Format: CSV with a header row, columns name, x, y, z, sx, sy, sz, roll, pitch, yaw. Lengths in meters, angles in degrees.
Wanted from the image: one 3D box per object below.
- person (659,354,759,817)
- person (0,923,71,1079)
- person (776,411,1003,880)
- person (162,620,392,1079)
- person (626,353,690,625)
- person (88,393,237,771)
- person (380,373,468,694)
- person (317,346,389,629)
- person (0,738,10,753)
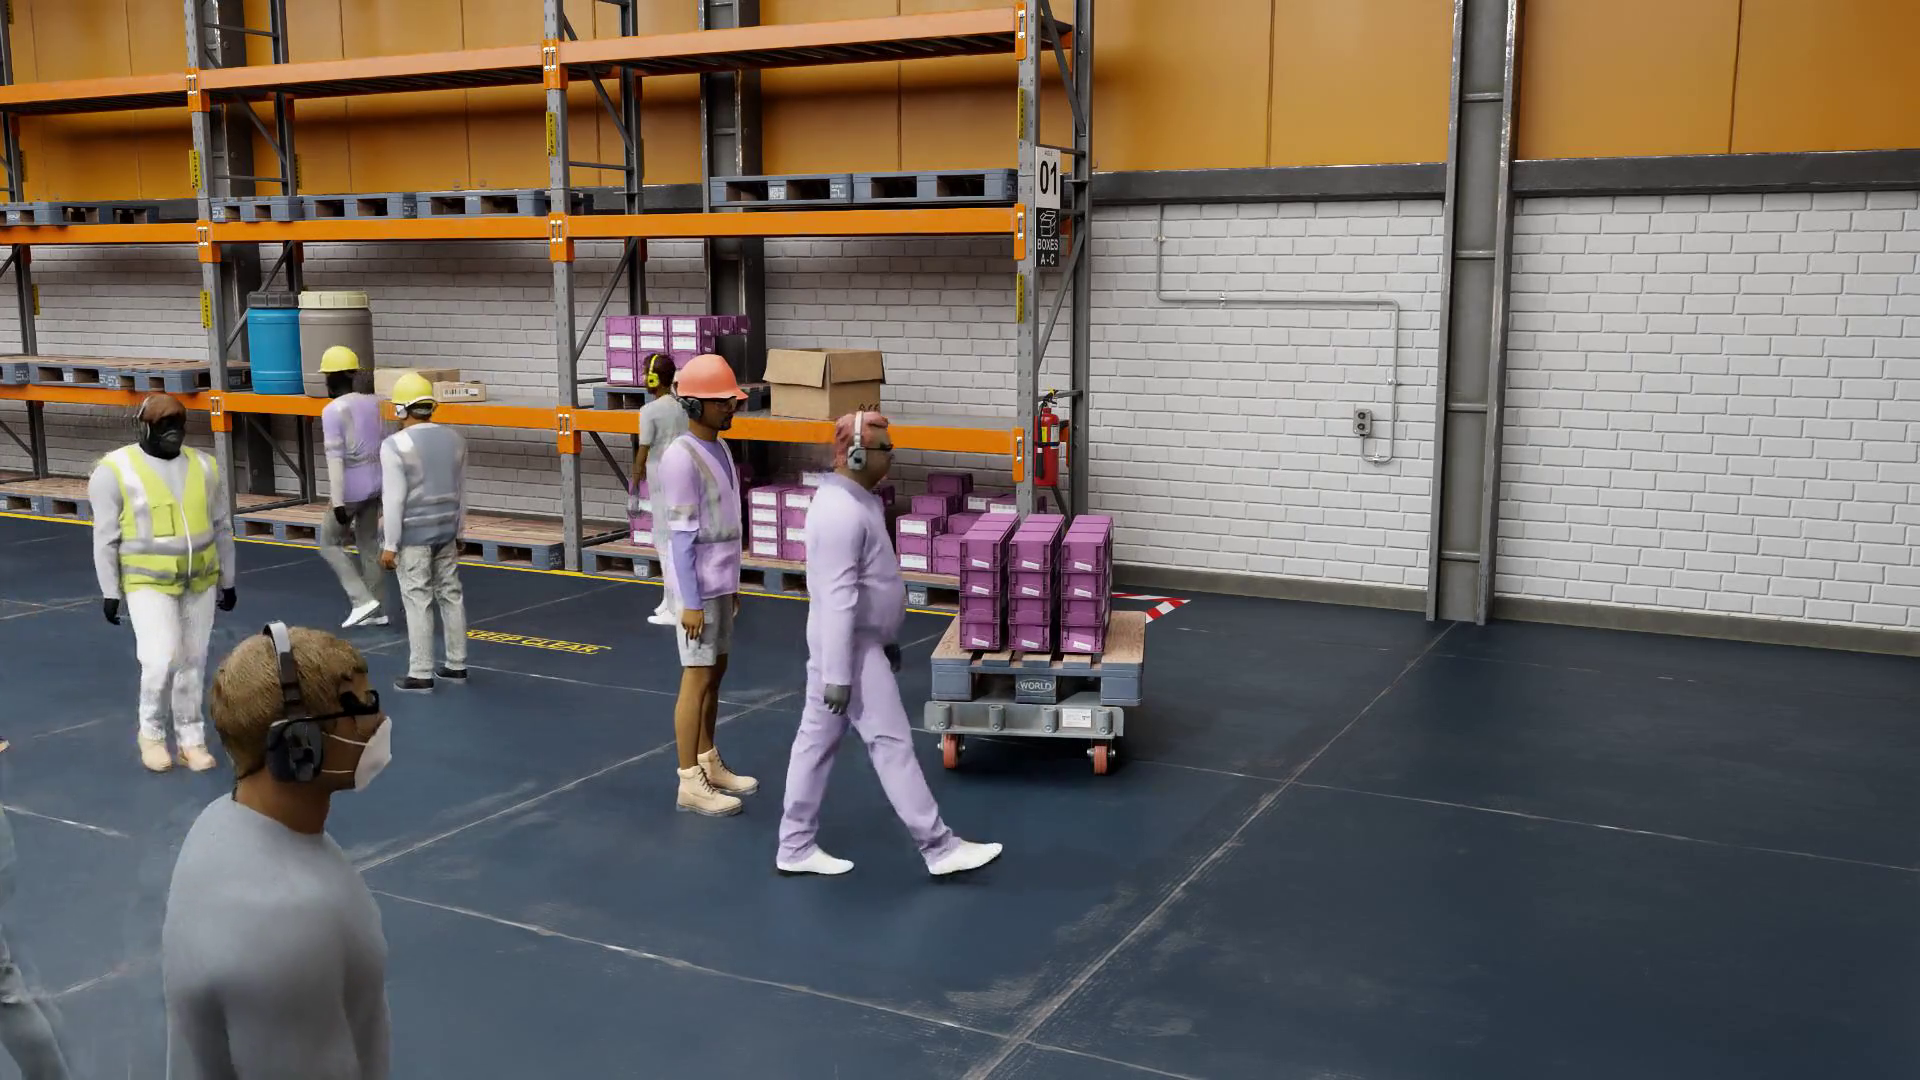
name,x,y,z,sx,sy,sz,roll,pitch,yaw
person,-1.108,0.196,7.432,0.372,2.042,0.615,1,9,8
person,-2.810,0.912,4.388,0.819,1.593,0.509,-5,10,-28
person,-0.300,0.429,6.520,0.950,1.862,0.668,-1,9,-6
person,-1.060,1.062,2.591,1.033,1.897,0.627,-4,10,-21
person,-2.062,-0.339,11.324,0.550,1.853,0.561,5,11,29
person,-3.773,0.214,7.964,0.447,1.832,0.651,7,11,35
person,-3.076,-0.038,9.523,0.404,1.829,0.600,5,11,30
person,-4.080,-0.340,11.160,0.429,1.911,0.599,3,10,19
person,-5.016,0.158,8.045,0.976,1.916,0.632,0,9,1
